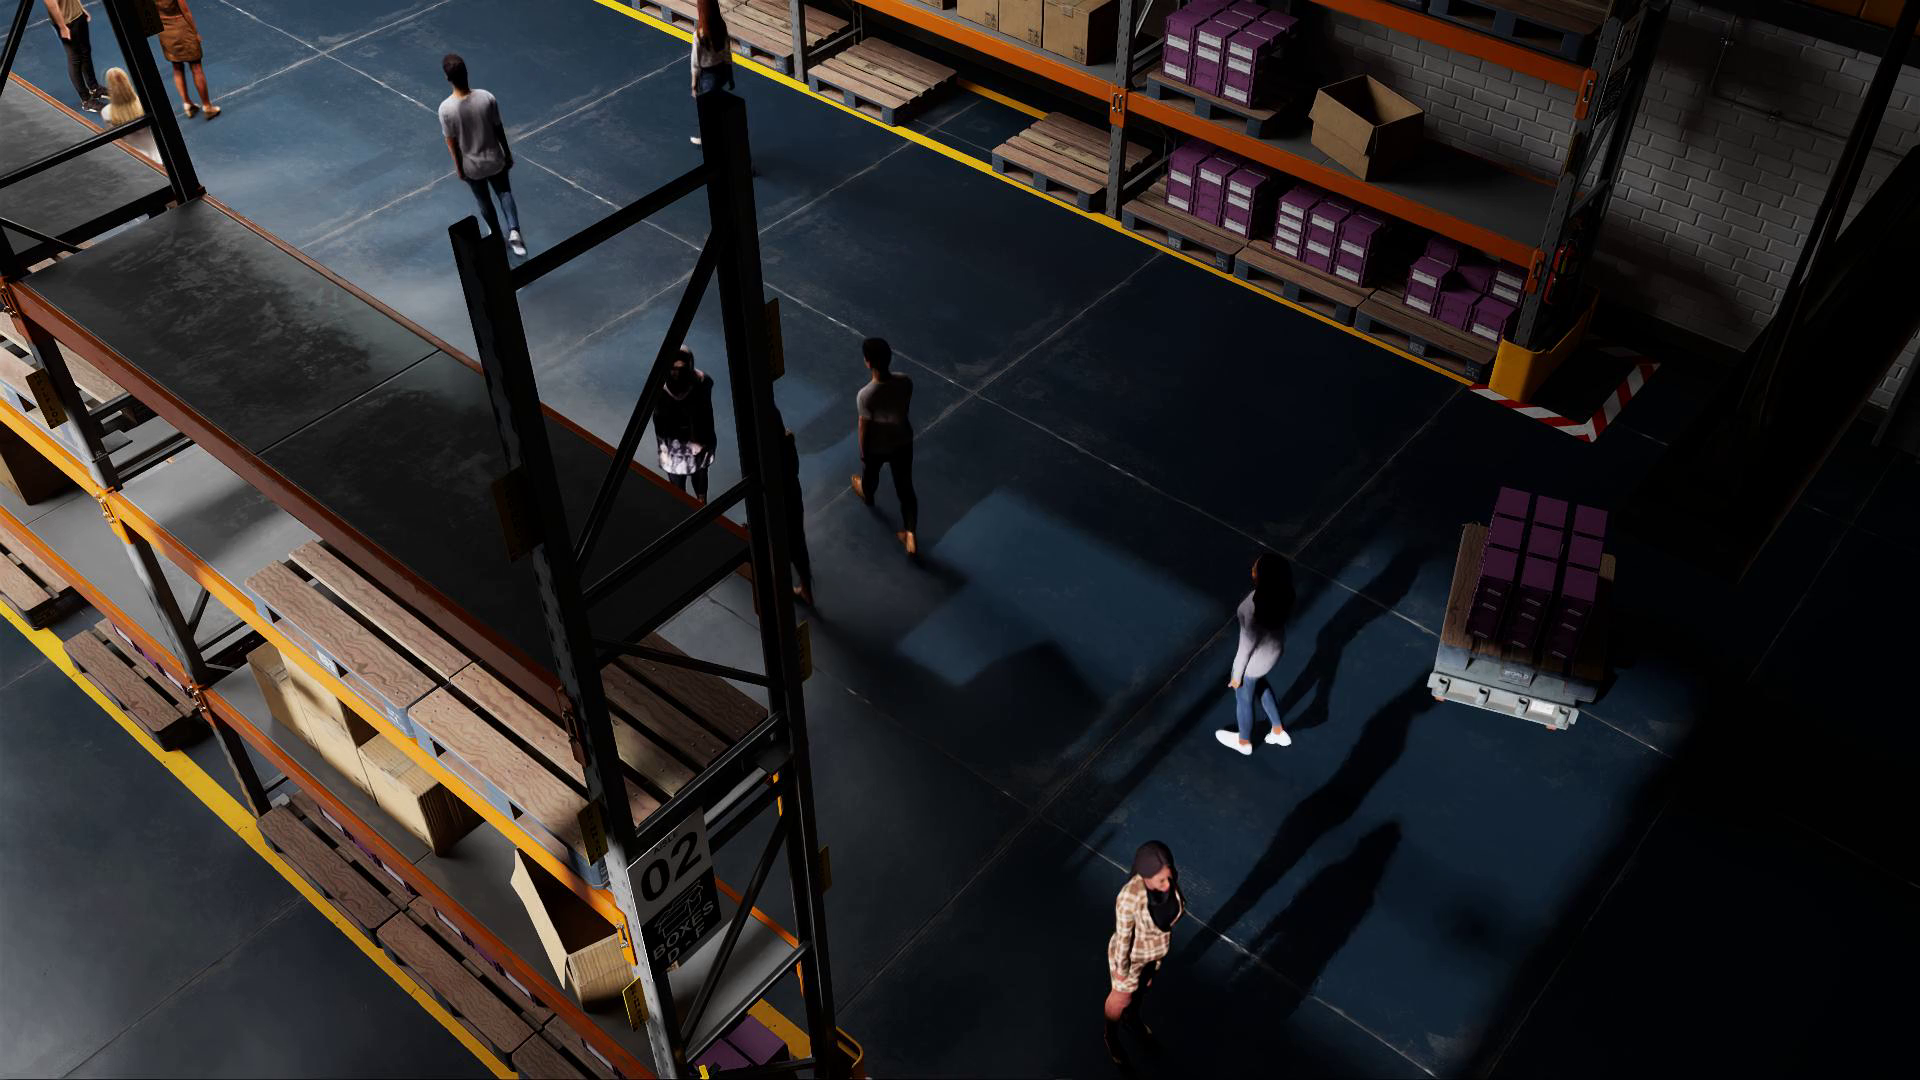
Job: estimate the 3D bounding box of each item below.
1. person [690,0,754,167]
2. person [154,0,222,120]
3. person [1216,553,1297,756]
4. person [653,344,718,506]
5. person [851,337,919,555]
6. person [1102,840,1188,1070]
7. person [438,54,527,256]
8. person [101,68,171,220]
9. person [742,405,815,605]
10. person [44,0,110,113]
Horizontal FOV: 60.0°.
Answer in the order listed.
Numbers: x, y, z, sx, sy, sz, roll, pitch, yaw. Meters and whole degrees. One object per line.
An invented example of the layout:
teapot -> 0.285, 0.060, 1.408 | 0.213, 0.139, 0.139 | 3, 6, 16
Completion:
person -> -2.241, -4.253, 15.503 | 1.098, 1.691, 0.606 | 28, 50, 26
person -> -7.627, -4.925, 16.214 | 0.595, 1.683, 0.699 | 7, 44, 8
person -> 1.915, 0.768, 10.210 | 0.699, 1.723, 0.611 | 31, 52, 29
person -> -1.954, -0.734, 11.850 | 0.696, 1.635, 0.695 | -26, 49, -25
person -> -0.468, -0.620, 11.711 | 0.898, 1.662, 1.202 | -19, 47, -19
person -> 0.938, 2.146, 8.711 | 0.600, 1.794, 0.574 | -33, 52, -30
person -> -4.099, -3.237, 14.312 | 0.910, 1.864, 1.072 | -17, 46, -17
person -> -6.934, -3.193, 14.269 | 0.668, 1.859, 0.632 | -22, 48, -22
person -> -1.202, -0.216, 11.339 | 0.825, 1.589, 1.173 | -29, 51, -27
person -> -8.755, -5.140, 16.319 | 0.782, 1.851, 0.749 | 1, 44, 1
